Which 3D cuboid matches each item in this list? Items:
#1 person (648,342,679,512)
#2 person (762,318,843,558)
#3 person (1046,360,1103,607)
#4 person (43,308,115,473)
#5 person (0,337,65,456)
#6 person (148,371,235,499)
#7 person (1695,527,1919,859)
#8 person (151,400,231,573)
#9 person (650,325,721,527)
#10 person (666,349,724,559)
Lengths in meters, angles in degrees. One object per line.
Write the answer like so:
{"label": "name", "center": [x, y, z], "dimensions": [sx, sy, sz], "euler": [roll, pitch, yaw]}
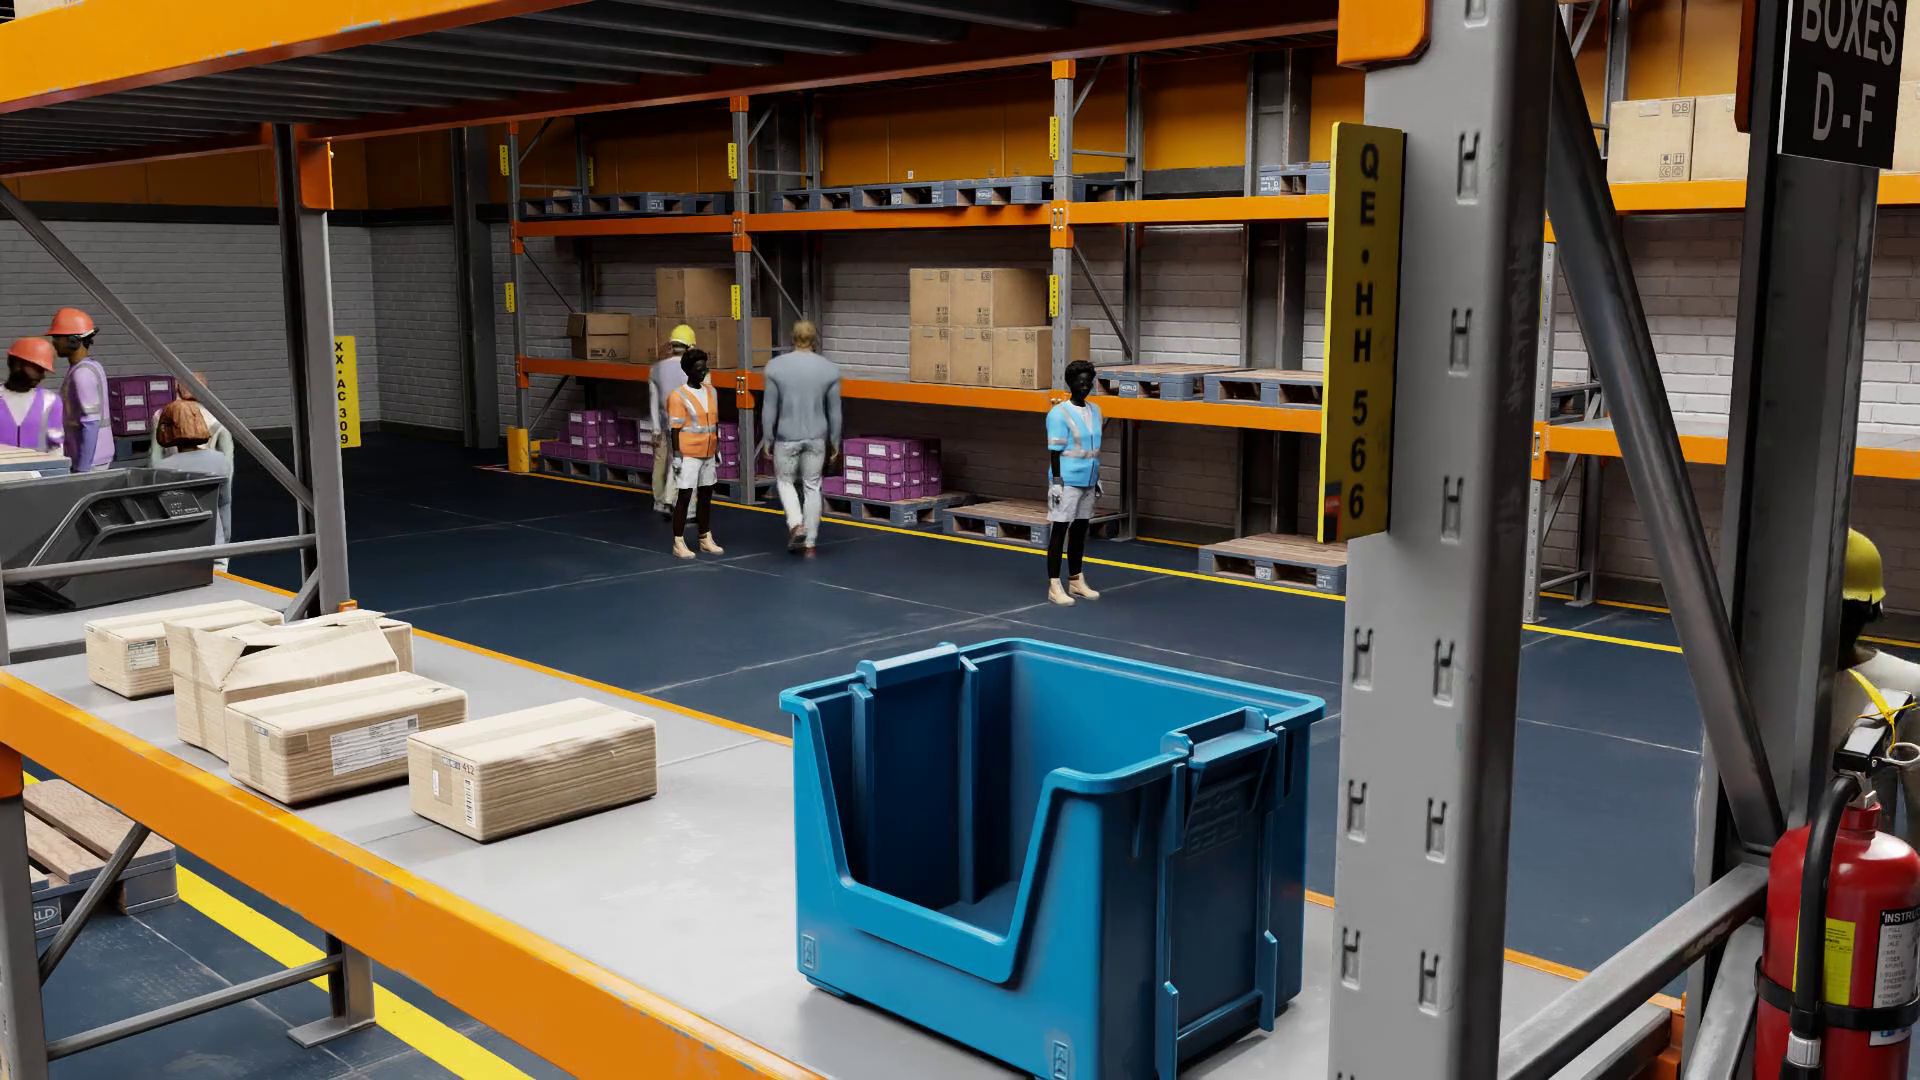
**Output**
{"label": "person", "center": [-2.766, -1.079, 15.899], "dimensions": [0.277, 1.629, 0.496], "euler": [7, 12, 37]}
{"label": "person", "center": [-1.256, -0.803, 13.285], "dimensions": [0.653, 1.923, 0.446], "euler": [-2, 9, -11]}
{"label": "person", "center": [0.799, -0.402, 11.515], "dimensions": [0.322, 1.699, 0.536], "euler": [8, 12, 42]}
{"label": "person", "center": [-6.051, -0.569, 11.492], "dimensions": [0.378, 2.045, 0.605], "euler": [-4, 10, -24]}
{"label": "person", "center": [-6.027, -0.352, 10.639], "dimensions": [0.584, 1.885, 0.515], "euler": [-7, 12, -37]}
{"label": "person", "center": [-5.255, -0.346, 11.394], "dimensions": [0.548, 1.617, 0.406], "euler": [-3, 10, -19]}
{"label": "person", "center": [2.046, 0.822, 3.934], "dimensions": [0.541, 1.714, 0.908], "euler": [2, 10, 13]}
{"label": "person", "center": [-4.033, 0.082, 8.757], "dimensions": [0.285, 1.633, 0.498], "euler": [3, 10, 19]}
{"label": "person", "center": [-2.455, -1.009, 14.880], "dimensions": [0.602, 1.818, 0.420], "euler": [4, 10, 21]}
{"label": "person", "center": [-2.123, -0.688, 13.326], "dimensions": [0.320, 1.687, 0.533], "euler": [6, 11, 34]}
